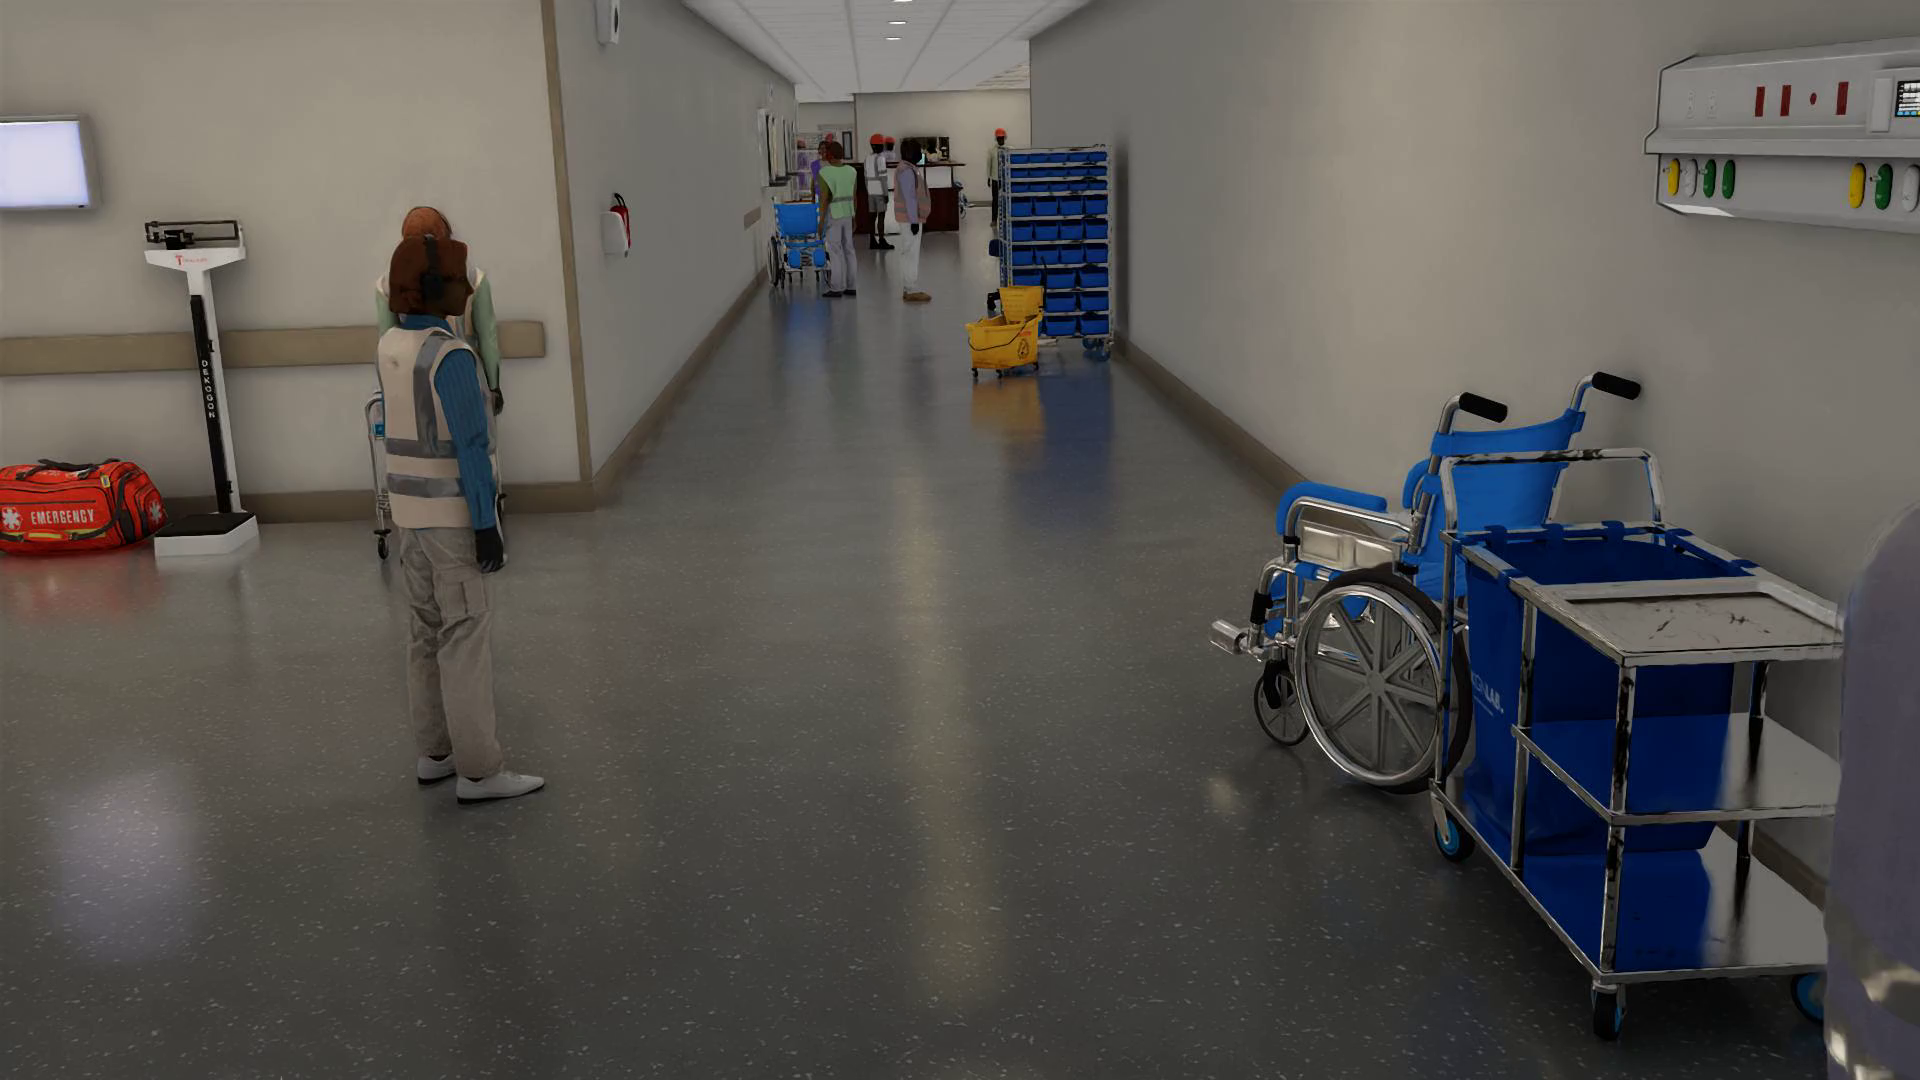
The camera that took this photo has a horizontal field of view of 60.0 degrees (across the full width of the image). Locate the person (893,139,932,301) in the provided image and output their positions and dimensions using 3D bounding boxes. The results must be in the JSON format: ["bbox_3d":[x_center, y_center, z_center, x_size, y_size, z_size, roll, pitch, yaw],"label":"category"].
[{"bbox_3d":[-0.544,-3.696,19.253,0.429,1.845,0.621,-3,14,-7],"label":"person"}]

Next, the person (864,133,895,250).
[{"bbox_3d":[-1.380,-5.909,28.249,0.357,1.937,0.551,-12,17,-37],"label":"person"}]

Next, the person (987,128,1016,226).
[{"bbox_3d":[0.854,-7.487,34.347,0.611,1.996,0.379,0,14,7],"label":"person"}]

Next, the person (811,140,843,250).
[{"bbox_3d":[-2.109,-5.432,26.556,0.566,1.850,0.389,3,14,19],"label":"person"}]

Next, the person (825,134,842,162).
[{"bbox_3d":[-2.930,-8.341,38.306,0.390,1.991,0.624,7,16,30],"label":"person"}]

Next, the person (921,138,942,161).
[{"bbox_3d":[-0.631,-8.201,37.805,0.630,1.835,0.429,-10,16,-32],"label":"person"}]

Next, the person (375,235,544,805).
[{"bbox_3d":[-1.483,-0.052,4.815,0.310,1.636,0.522,-14,18,-40],"label":"person"}]

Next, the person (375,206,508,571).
[{"bbox_3d":[-2.290,-0.648,7.378,0.518,1.632,0.313,-3,14,-5],"label":"person"}]

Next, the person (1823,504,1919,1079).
[{"bbox_3d":[1.015,0.580,1.545,0.513,1.821,0.607,1,14,11],"label":"person"}]

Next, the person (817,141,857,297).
[{"bbox_3d":[-1.454,-3.840,19.944,0.568,1.845,0.386,-15,19,-43],"label":"person"}]

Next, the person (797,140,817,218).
[{"bbox_3d":[-3.703,-8.350,38.698,0.553,1.876,1.033,6,16,30],"label":"person"}]
